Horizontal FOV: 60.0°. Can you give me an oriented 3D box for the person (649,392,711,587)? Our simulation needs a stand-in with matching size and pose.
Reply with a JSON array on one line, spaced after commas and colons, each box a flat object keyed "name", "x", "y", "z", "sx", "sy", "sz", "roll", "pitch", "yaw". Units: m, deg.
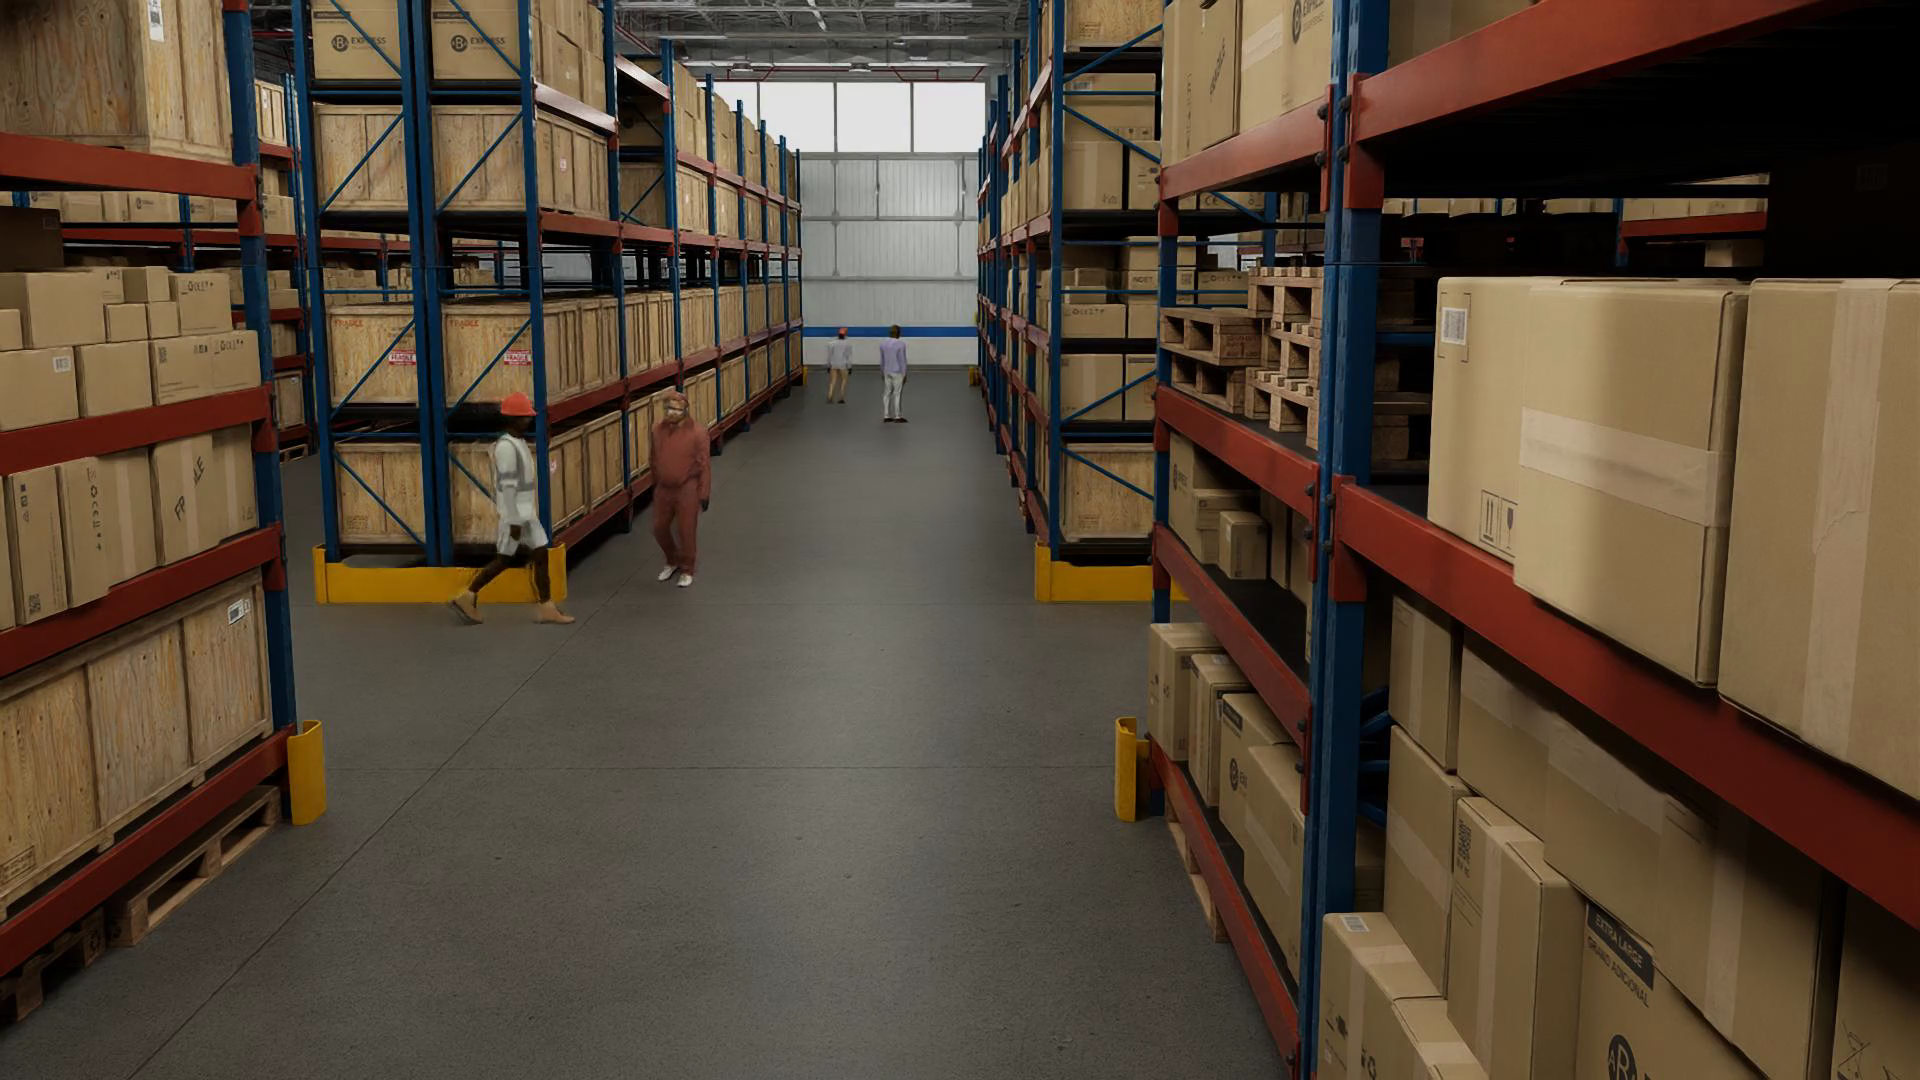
[{"name": "person", "x": -2.662, "y": -0.478, "z": 15.866, "sx": 0.667, "sy": 1.876, "sz": 0.484, "roll": 3, "pitch": 10, "yaw": 18}]

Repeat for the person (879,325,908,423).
[{"name": "person", "x": -1.306, "y": -3.270, "z": 32.791, "sx": 0.635, "sy": 1.936, "sz": 0.354, "roll": 7, "pitch": 11, "yaw": 36}]

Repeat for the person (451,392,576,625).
[{"name": "person", "x": -3.819, "y": -0.249, "z": 14.075, "sx": 0.986, "sy": 2.016, "sz": 0.614, "roll": 0, "pitch": 9, "yaw": 3}]

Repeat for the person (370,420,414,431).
[{"name": "person", "x": -7.909, "y": -1.689, "z": 23.188, "sx": 0.642, "sy": 1.909, "sz": 0.399, "roll": -5, "pitch": 10, "yaw": -27}]

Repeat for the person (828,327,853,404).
[{"name": "person", "x": -2.683, "y": -3.933, "z": 37.512, "sx": 0.581, "sy": 1.722, "sz": 0.490, "roll": 3, "pitch": 10, "yaw": 17}]
